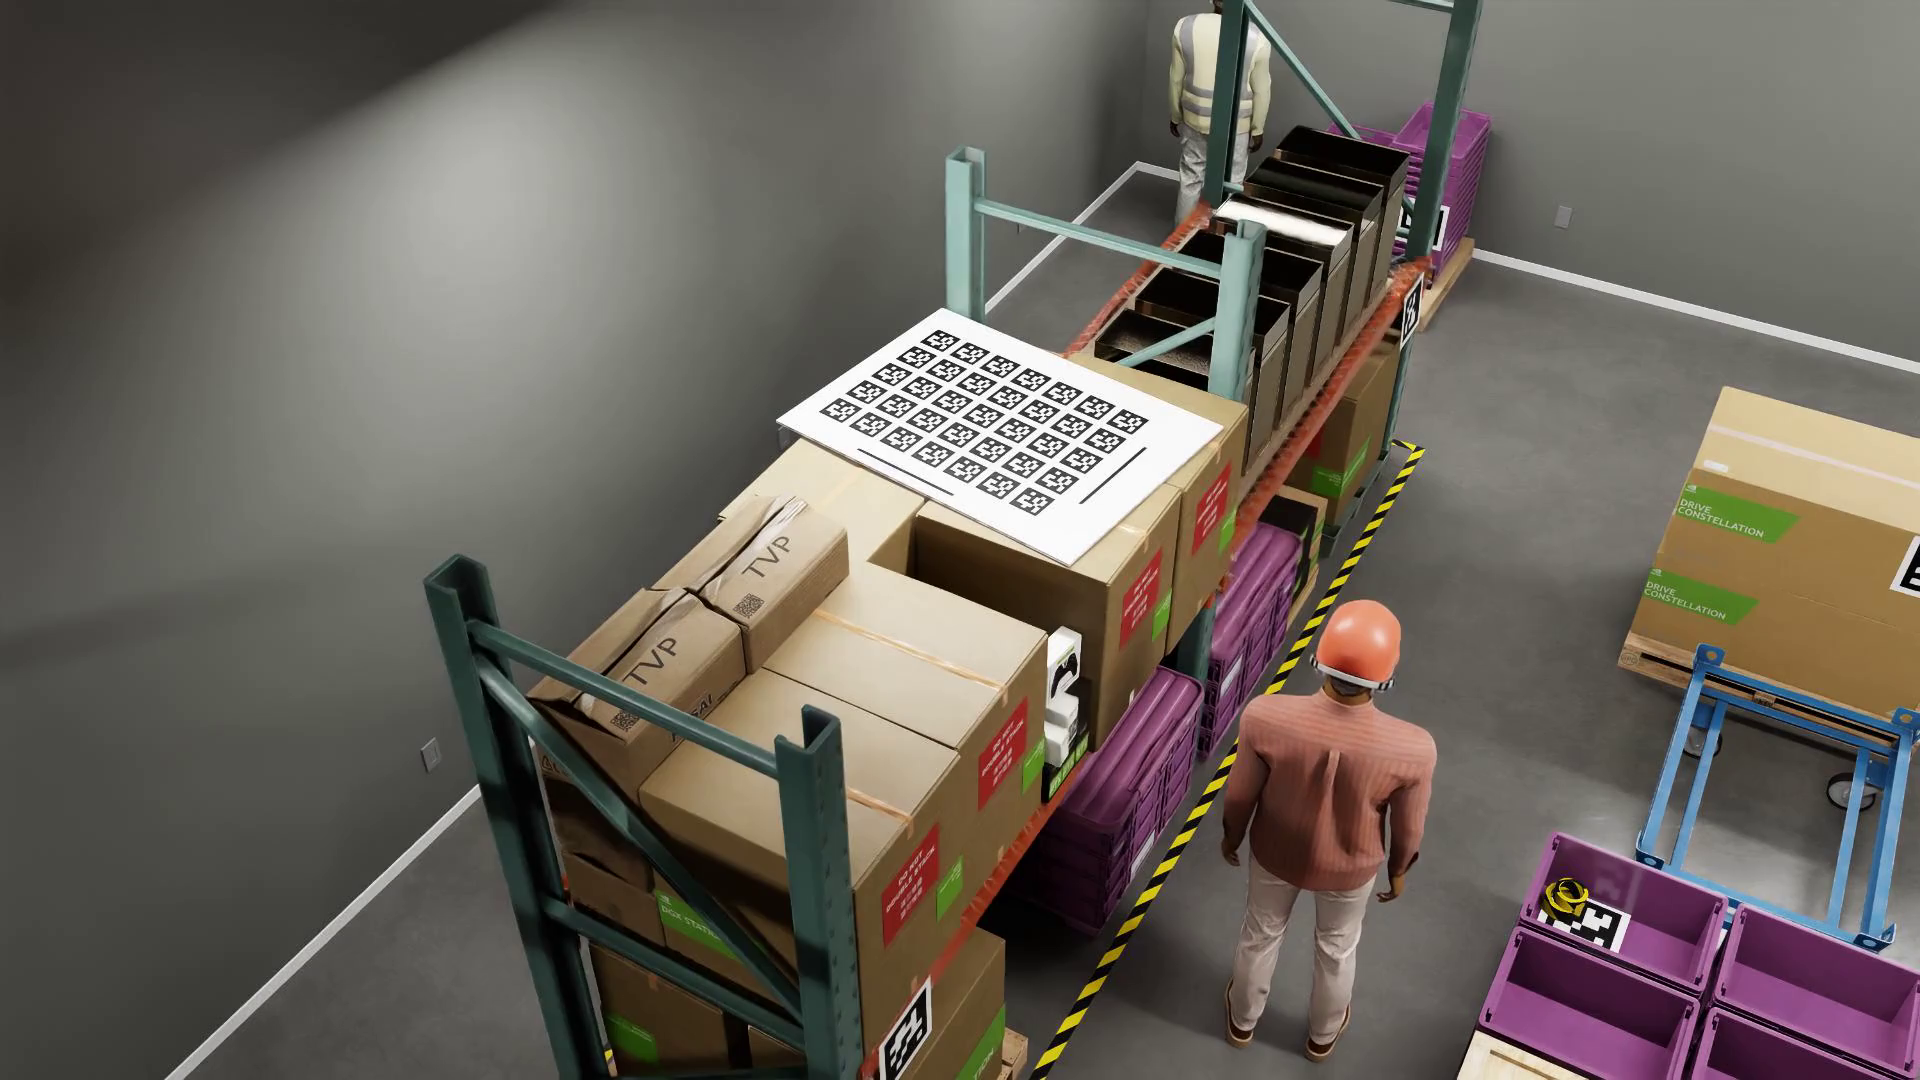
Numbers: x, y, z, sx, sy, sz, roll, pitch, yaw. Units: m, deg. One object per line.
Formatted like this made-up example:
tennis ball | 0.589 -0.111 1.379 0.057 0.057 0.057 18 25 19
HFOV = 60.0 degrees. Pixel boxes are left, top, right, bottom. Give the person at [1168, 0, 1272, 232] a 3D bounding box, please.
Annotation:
person | 1.488 -2.448 9.592 0.589 1.837 0.403 16 42 18

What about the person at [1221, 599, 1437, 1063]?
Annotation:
person | 1.157 0.978 5.388 0.623 1.992 0.392 10 41 12
